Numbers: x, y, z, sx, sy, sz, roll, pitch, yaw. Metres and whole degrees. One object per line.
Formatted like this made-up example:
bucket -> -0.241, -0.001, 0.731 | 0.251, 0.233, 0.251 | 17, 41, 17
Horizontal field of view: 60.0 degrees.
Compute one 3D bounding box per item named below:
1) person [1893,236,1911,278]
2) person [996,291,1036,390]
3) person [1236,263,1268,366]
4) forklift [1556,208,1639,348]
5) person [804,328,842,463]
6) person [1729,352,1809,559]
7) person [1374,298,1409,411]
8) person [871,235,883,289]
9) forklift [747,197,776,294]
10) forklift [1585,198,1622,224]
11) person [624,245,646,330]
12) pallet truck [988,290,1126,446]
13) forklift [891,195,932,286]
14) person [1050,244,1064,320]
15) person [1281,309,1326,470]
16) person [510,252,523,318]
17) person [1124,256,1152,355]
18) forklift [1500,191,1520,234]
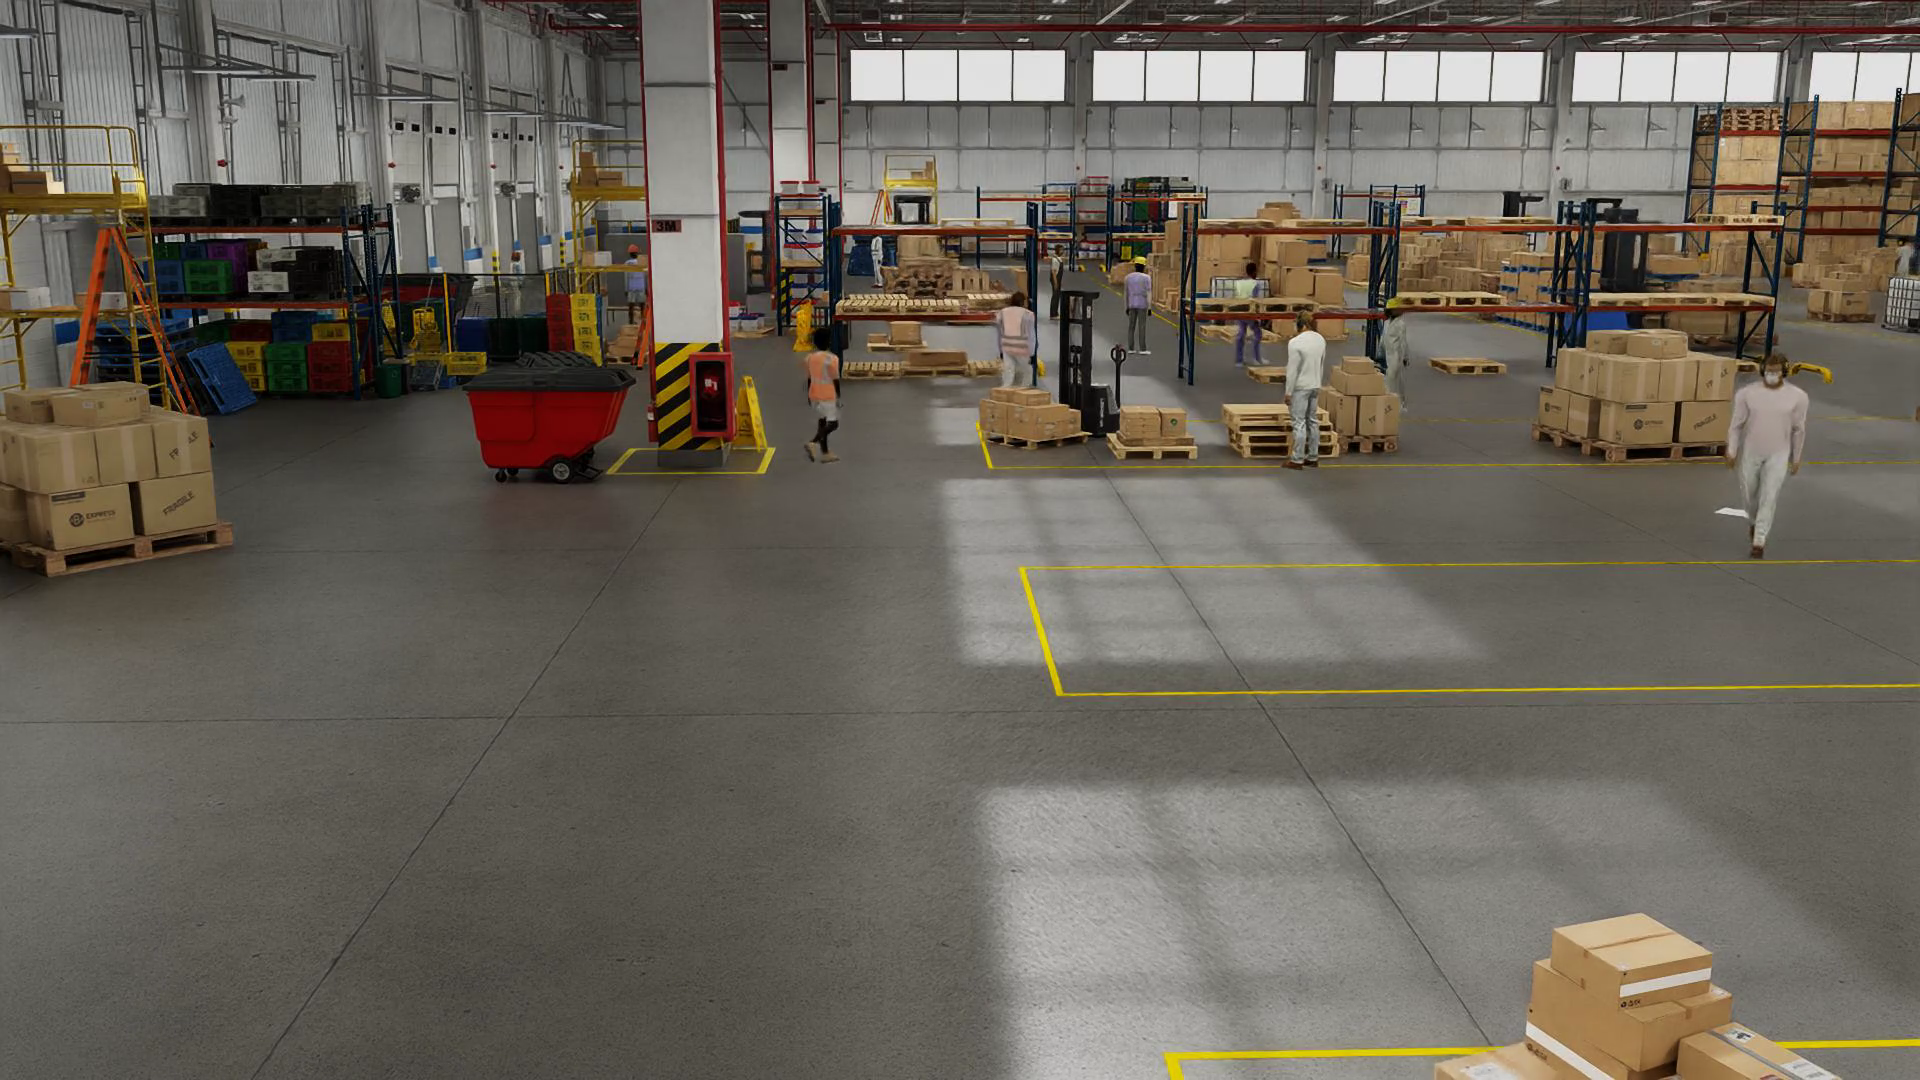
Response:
person -> 25.810, -7.366, 45.396 | 0.617, 1.826, 0.765 | -5, 14, -22
person -> 0.891, -2.811, 24.861 | 0.659, 1.799, 0.918 | 6, 14, 24
person -> 5.430, -4.183, 30.841 | 0.797, 1.892, 0.616 | -8, 15, -33
forklift -> 13.292, -5.324, 33.760 | 1.873, 2.768, 1.129 | 0, 12, -2
person -> -1.706, -1.747, 20.316 | 0.544, 1.683, 0.564 | 11, 17, 41
person -> 7.580, -0.823, 15.637 | 0.639, 1.917, 0.797 | 7, 15, 30
person -> 6.356, -2.730, 24.720 | 0.894, 1.697, 0.511 | -4, 13, -18
person -> -2.556, -8.668, 51.148 | 0.341, 1.881, 0.581 | -5, 14, -23
forklift -> -5.349, -8.612, 48.604 | 1.873, 2.768, 1.129 | 0, 12, -2
forklift -> 17.916, -8.149, 46.513 | 1.873, 2.768, 1.129 | -8, 15, -33
person -> -7.405, -5.737, 37.836 | 0.591, 1.913, 0.691 | -8, 15, -32
pallet truck -> 1.257, -2.299, 22.111 | 1.885, 1.965, 0.823 | -9, 15, -35
forklift -> -1.569, -9.445, 52.366 | 1.129, 2.768, 1.873 | -2, 13, -9
person -> 2.354, -6.241, 40.289 | 0.341, 1.839, 0.501 | 3, 13, 14
person -> 4.148, -1.808, 20.053 | 0.631, 1.931, 0.365 | -11, 16, -40
person -> -10.860, -6.236, 40.723 | 0.314, 1.634, 0.516 | -7, 14, -28
person -> 3.507, -4.602, 32.672 | 0.585, 1.925, 0.377 | 9, 15, 34
forklift -> 20.773, -11.780, 62.906 | 1.873, 2.768, 1.129 | 0, 12, -2
